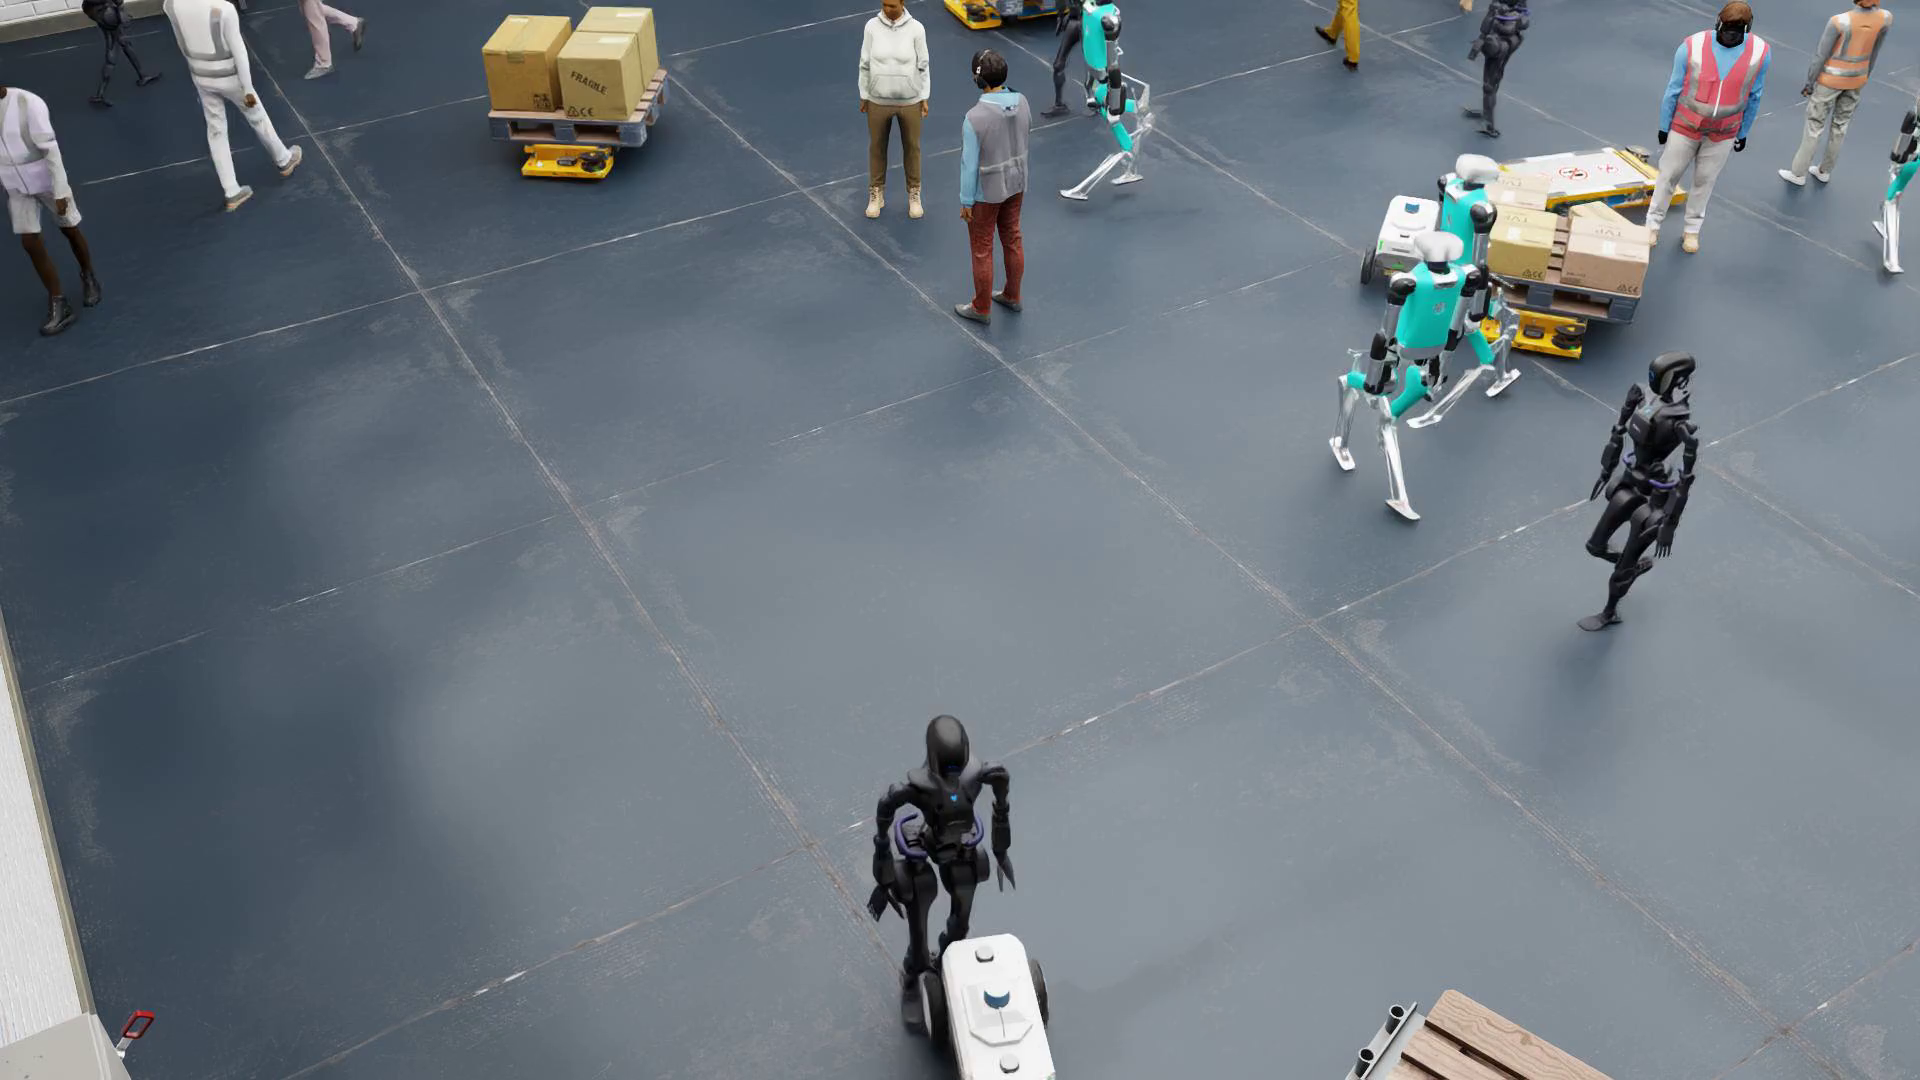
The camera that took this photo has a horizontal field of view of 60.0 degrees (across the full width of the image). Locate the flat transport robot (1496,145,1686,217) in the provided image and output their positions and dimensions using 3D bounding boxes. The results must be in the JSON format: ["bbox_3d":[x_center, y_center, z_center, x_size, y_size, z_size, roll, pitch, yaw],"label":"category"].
[{"bbox_3d":[4.737,-2.715,12.718,1.431,0.231,0.659,-9,39,-12],"label":"flat transport robot"}]

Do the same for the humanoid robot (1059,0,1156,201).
[{"bbox_3d":[1.185,-3.311,12.277,0.974,1.732,0.547,-13,40,-16],"label":"humanoid robot"}]

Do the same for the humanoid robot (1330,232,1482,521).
[{"bbox_3d":[2.446,-1.024,9.436,0.553,1.767,1.021,-11,40,-13],"label":"humanoid robot"}]

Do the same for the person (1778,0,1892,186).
[{"bbox_3d":[6.621,-3.458,12.556,0.514,1.631,0.333,-5,39,-6],"label":"person"}]

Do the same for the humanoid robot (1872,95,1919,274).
[{"bbox_3d":[6.709,-2.762,11.595,0.536,1.723,0.998,3,38,4],"label":"humanoid robot"}]

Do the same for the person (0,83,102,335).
[{"bbox_3d":[-6.102,-2.289,10.877,0.543,1.889,0.795,-3,38,-4],"label":"person"}]

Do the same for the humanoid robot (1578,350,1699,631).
[{"bbox_3d":[3.526,-0.239,8.464,0.454,1.647,0.608,-13,40,-15],"label":"humanoid robot"}]

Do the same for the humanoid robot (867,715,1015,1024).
[{"bbox_3d":[-0.071,1.273,6.559,0.611,1.649,0.335,-13,40,-16],"label":"humanoid robot"}]

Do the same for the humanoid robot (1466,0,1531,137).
[{"bbox_3d":[4.310,-4.074,13.309,0.616,1.654,0.439,-31,48,-33],"label":"humanoid robot"}]

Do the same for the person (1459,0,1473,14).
[{"bbox_3d":[4.818,-5.847,15.532,0.554,1.666,0.766,2,38,3],"label":"person"}]

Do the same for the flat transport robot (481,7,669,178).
[{"bbox_3d":[-3.036,-3.328,13.491,0.659,0.231,1.431,3,38,4],"label":"flat transport robot"}]

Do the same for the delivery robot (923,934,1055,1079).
[{"bbox_3d":[0.145,1.951,6.592,0.499,0.586,0.765,-6,39,-8],"label":"delivery robot"}]

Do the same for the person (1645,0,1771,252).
[{"bbox_3d":[5.229,-2.893,11.688,0.629,1.838,0.431,9,39,11],"label":"person"}]

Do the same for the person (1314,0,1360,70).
[{"bbox_3d":[3.390,-5.046,14.490,0.538,1.702,0.851,-13,40,-16],"label":"person"}]

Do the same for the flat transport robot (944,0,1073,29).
[{"bbox_3d":[0.633,-5.131,15.766,1.431,0.231,0.659,-15,41,-18],"label":"flat transport robot"}]

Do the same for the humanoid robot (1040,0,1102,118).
[{"bbox_3d":[0.960,-4.197,13.464,0.638,1.638,0.609,-24,44,-27],"label":"humanoid robot"}]

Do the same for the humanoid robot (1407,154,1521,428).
[{"bbox_3d":[3.254,-1.517,10.062,1.002,1.777,0.541,-9,39,-11],"label":"humanoid robot"}]

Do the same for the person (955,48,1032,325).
[{"bbox_3d":[0.229,-2.284,10.886,0.534,1.873,0.416,-28,46,-31],"label":"person"}]

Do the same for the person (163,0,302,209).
[{"bbox_3d":[-5.461,-3.485,12.423,0.580,1.842,0.930,5,39,7],"label":"person"}]

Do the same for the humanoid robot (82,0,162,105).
[{"bbox_3d":[-7.190,-4.495,13.875,0.595,1.643,0.731,28,46,30],"label":"humanoid robot"}]

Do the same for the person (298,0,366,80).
[{"bbox_3d":[-5.525,-4.912,14.246,0.659,1.821,0.567,-29,47,-32],"label":"person"}]

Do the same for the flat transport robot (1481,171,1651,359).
[{"bbox_3d":[3.995,-1.725,11.468,0.659,0.231,1.431,13,40,15],"label":"flat transport robot"}]

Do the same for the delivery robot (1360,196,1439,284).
[{"bbox_3d":[3.148,-2.126,11.730,0.499,0.577,0.769,13,40,15],"label":"delivery robot"}]

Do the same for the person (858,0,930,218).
[{"bbox_3d":[-0.474,-3.209,12.135,0.520,1.765,0.371,2,38,2],"label":"person"}]
